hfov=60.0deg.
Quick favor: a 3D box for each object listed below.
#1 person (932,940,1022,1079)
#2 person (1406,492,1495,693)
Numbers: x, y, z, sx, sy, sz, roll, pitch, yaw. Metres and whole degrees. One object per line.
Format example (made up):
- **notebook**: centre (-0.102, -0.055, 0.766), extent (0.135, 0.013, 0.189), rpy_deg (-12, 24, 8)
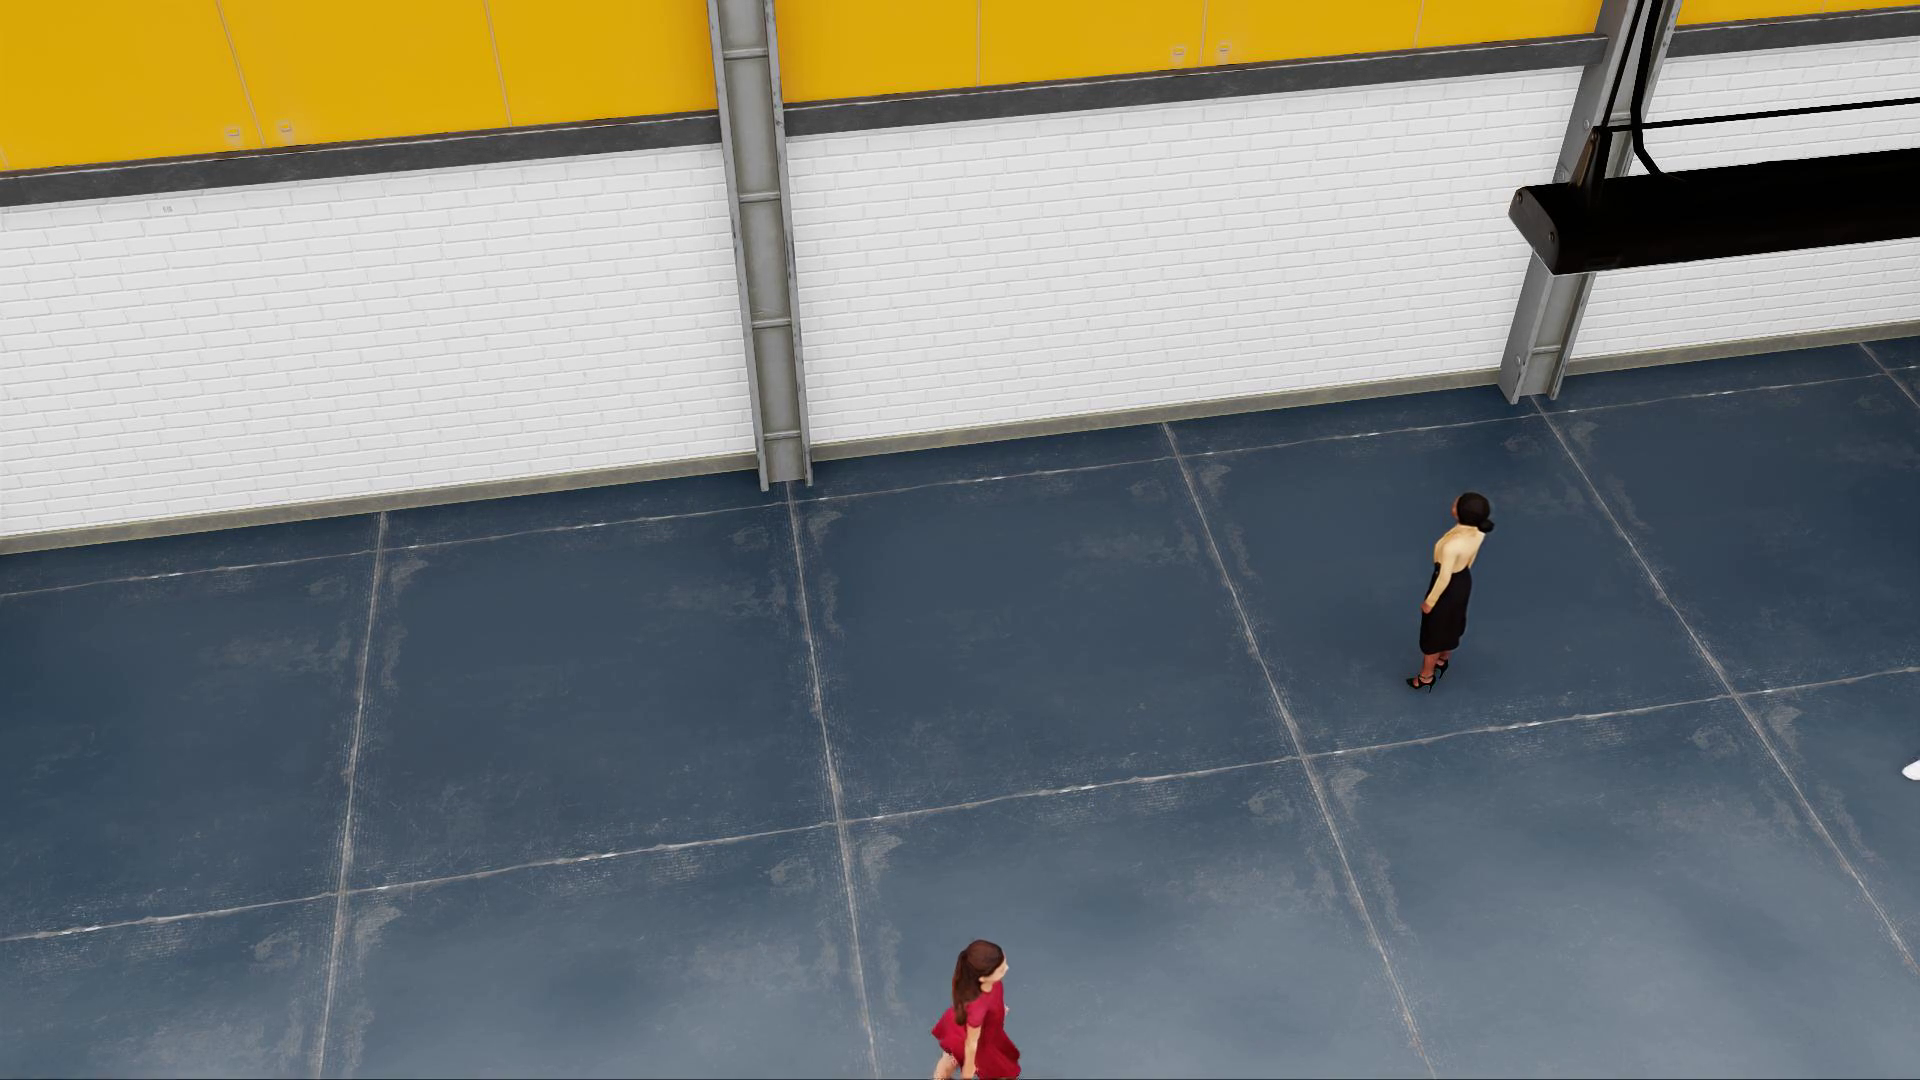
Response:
- **person**: centre (0.002, 2.502, 8.433), extent (1.023, 1.517, 0.649), rpy_deg (-1, 44, -1)
- **person**: centre (3.112, 0.330, 10.614), extent (0.640, 1.653, 0.726), rpy_deg (-34, 53, -30)
